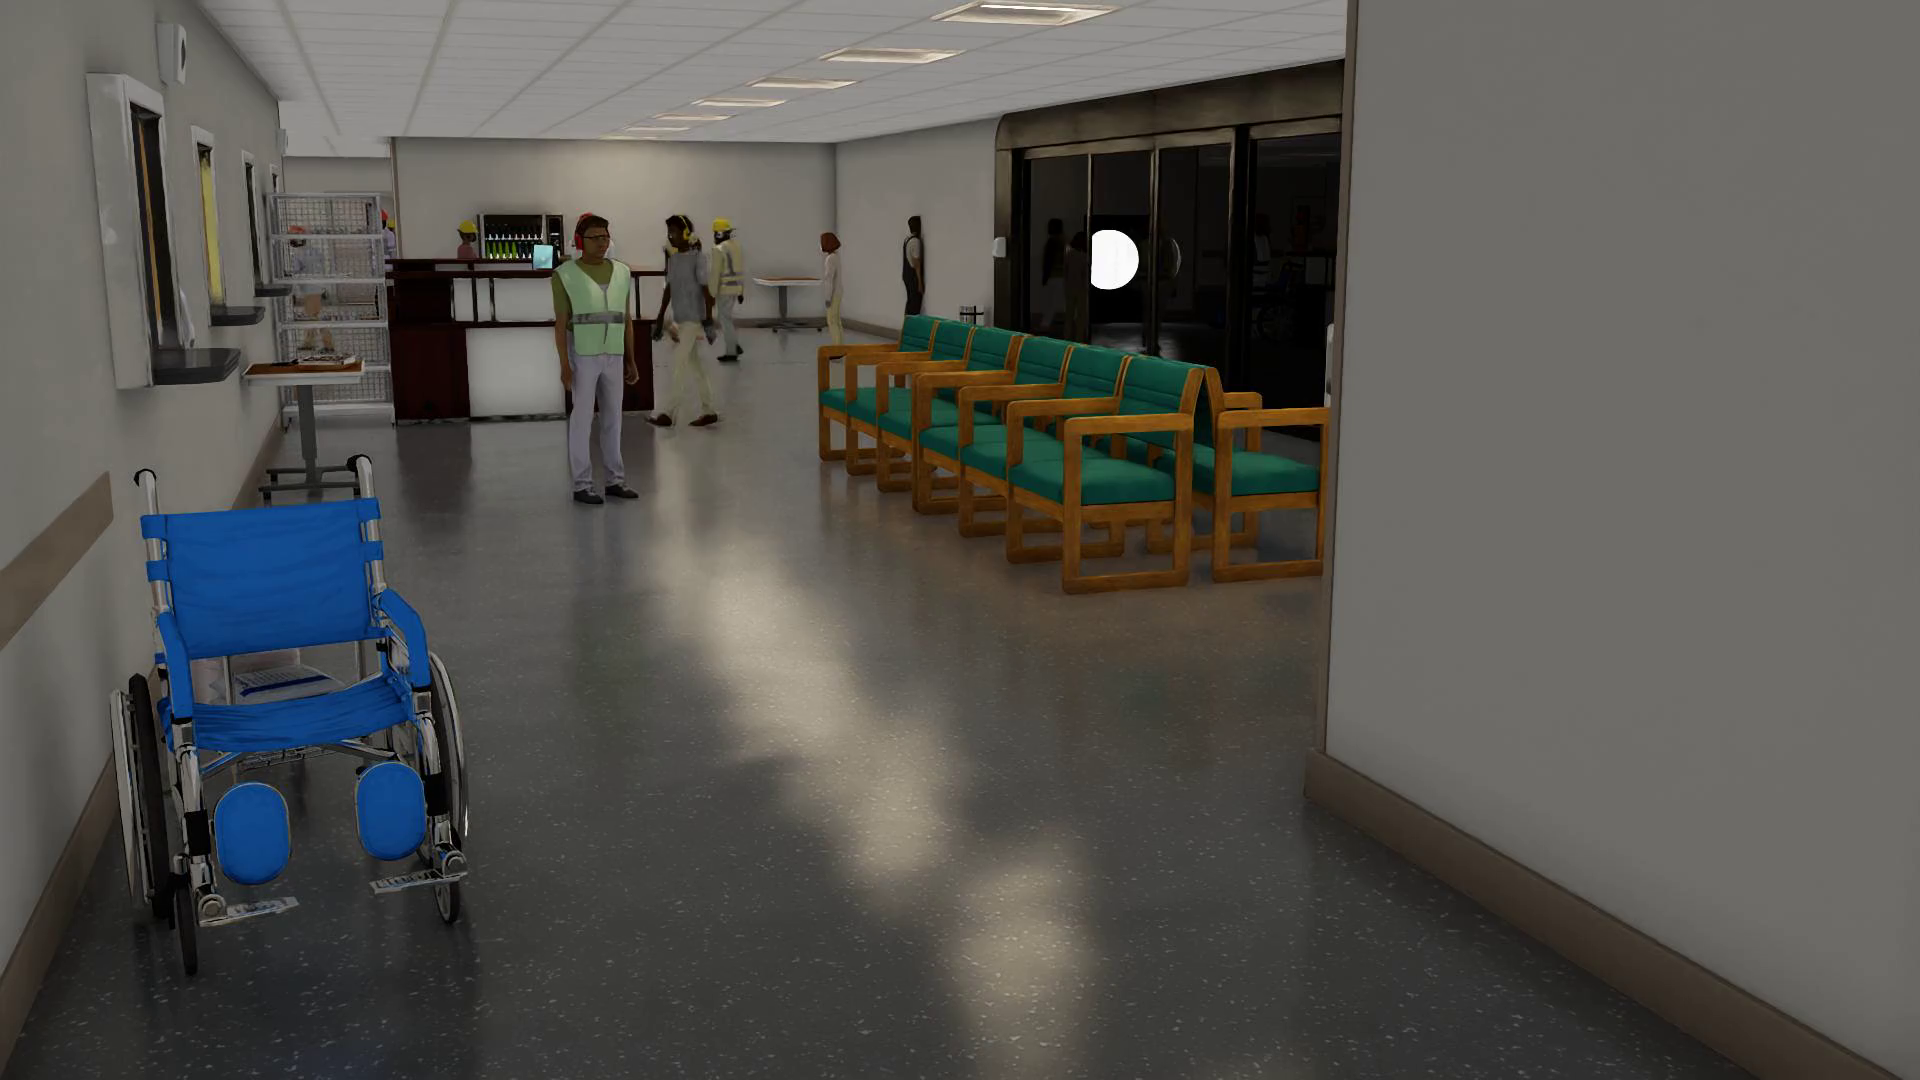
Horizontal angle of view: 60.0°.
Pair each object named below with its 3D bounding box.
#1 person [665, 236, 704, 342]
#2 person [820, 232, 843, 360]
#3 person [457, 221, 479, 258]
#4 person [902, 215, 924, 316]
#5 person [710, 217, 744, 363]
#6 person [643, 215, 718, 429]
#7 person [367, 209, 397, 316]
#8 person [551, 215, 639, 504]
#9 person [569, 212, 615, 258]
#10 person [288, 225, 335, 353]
[{"bbox_3d":[-4.058,-3.807,24.388,0.619,1.815,0.883,7,13,32],"label":"person"},{"bbox_3d":[-1.643,-3.116,21.313,0.286,1.628,0.506,1,11,6],"label":"person"},{"bbox_3d":[-6.609,-3.409,22.447,0.308,1.769,0.525,-7,13,-33],"label":"person"},{"bbox_3d":[-0.634,-3.640,23.456,0.351,1.841,0.507,-3,12,-17],"label":"person"},{"bbox_3d":[-2.947,-3.132,20.879,0.433,1.814,0.617,4,12,22],"label":"person"},{"bbox_3d":[-2.451,-1.861,14.321,0.904,1.834,0.496,-9,15,-40],"label":"person"},{"bbox_3d":[-9.965,-4.732,28.780,0.545,1.942,0.349,3,11,15],"label":"person"},{"bbox_3d":[-2.351,-1.157,10.707,0.400,1.840,0.560,10,15,43],"label":"person"},{"bbox_3d":[-4.583,-3.140,20.787,0.583,1.877,0.351,0,11,0],"label":"person"},{"bbox_3d":[-8.750,-3.339,22.219,0.725,1.707,0.586,1,11,6],"label":"person"}]
